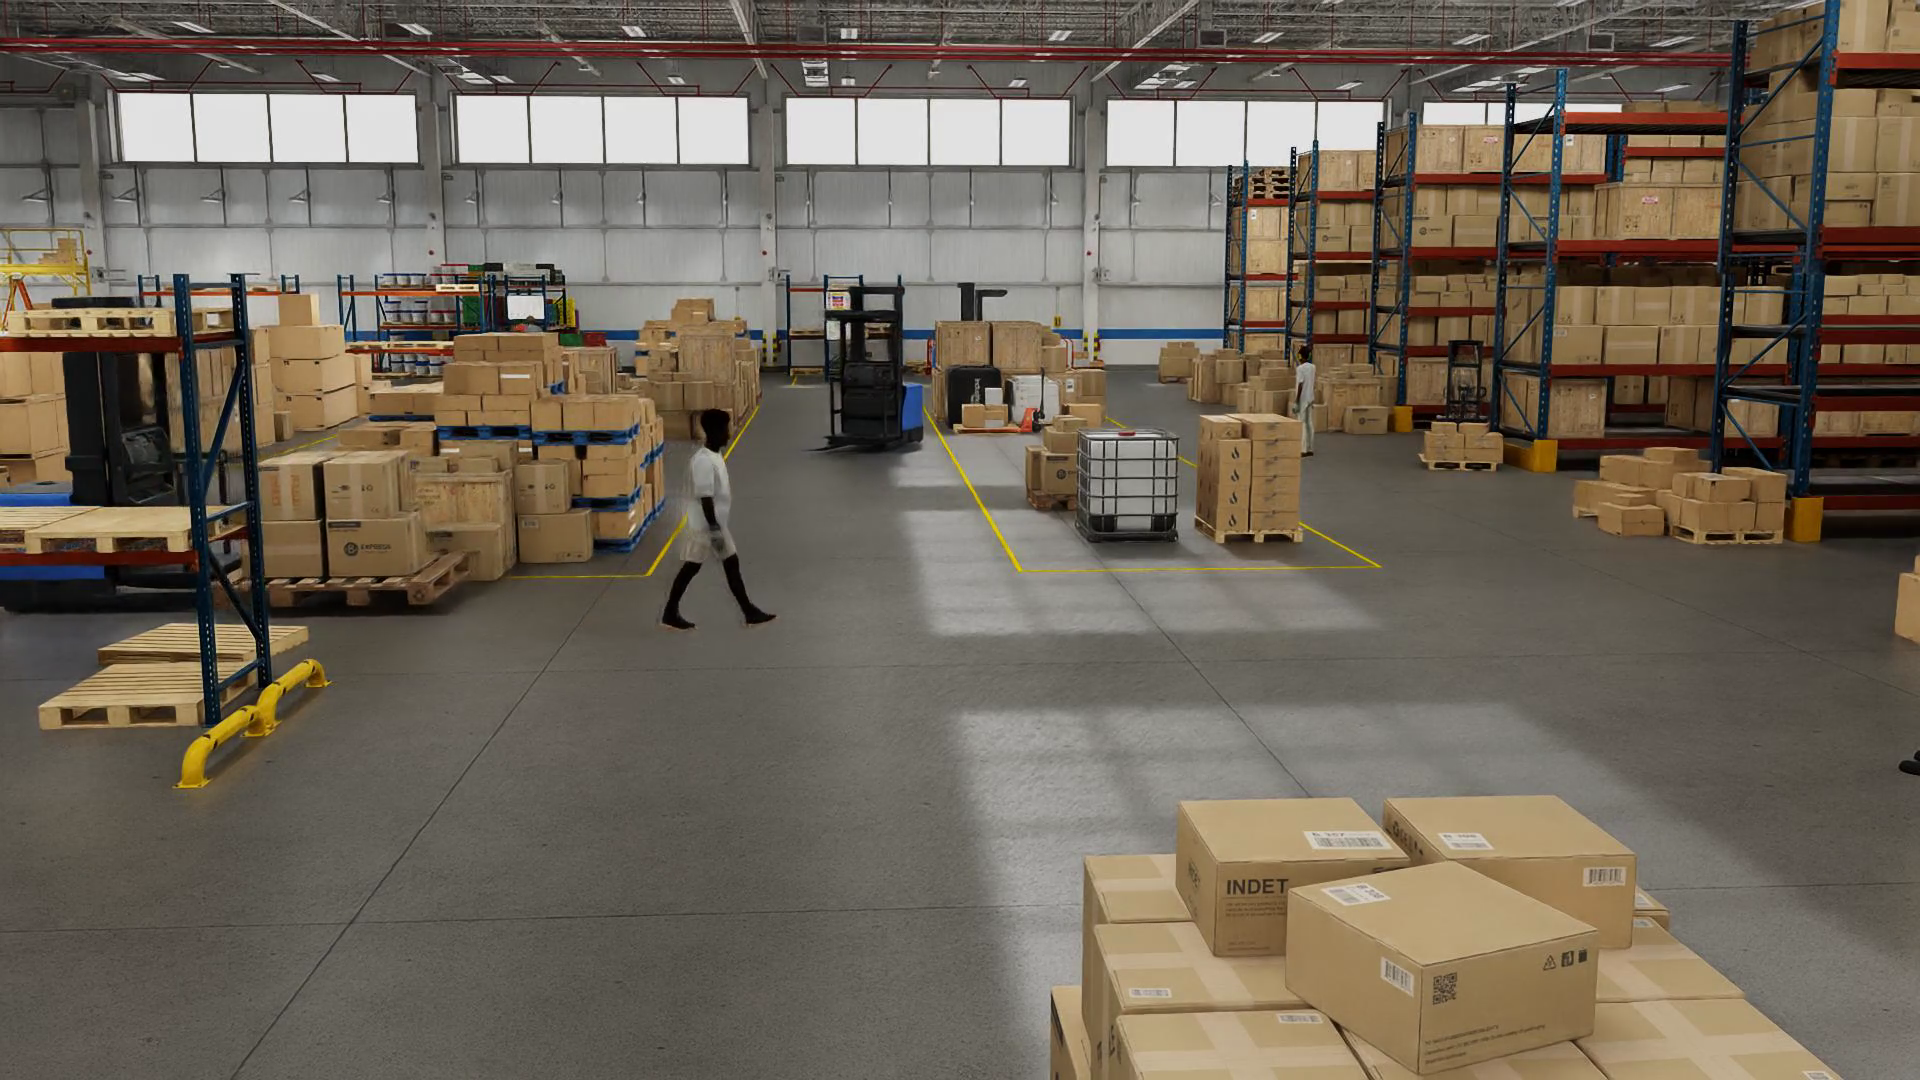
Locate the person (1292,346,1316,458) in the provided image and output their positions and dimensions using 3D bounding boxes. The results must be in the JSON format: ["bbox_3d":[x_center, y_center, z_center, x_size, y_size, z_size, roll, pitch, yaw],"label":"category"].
[{"bbox_3d":[5.692,-2.285,27.564,0.332,1.865,0.520,9,13,44],"label":"person"}]

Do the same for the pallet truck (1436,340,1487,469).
[{"bbox_3d":[8.004,-2.170,26.422,0.823,1.965,1.885,2,9,14],"label":"pallet truck"}]

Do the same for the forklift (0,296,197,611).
[{"bbox_3d":[-7.816,-0.823,15.197,1.873,2.768,1.129,-1,9,-4],"label":"forklift"}]

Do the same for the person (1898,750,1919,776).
[{"bbox_3d":[5.958,0.471,10.022,0.545,1.938,0.362,-8,12,-42],"label":"person"}]

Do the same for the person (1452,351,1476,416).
[{"bbox_3d":[9.381,-2.705,30.923,0.405,1.621,0.551,-1,9,-5],"label":"person"}]

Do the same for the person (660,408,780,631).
[{"bbox_3d":[-2.093,-0.159,14.079,1.022,1.910,0.634,1,9,5],"label":"person"}]

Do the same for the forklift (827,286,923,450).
[{"bbox_3d":[-1.447,-3.052,29.196,1.129,2.768,1.873,3,10,20],"label":"forklift"}]

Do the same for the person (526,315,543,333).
[{"bbox_3d":[-11.660,-5.148,45.303,0.635,1.937,0.353,-8,12,-41],"label":"person"}]

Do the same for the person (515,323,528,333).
[{"bbox_3d":[-10.407,-4.150,39.161,0.909,1.906,0.554,-3,10,-18],"label":"person"}]

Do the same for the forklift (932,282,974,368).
[{"bbox_3d":[0.184,-5.571,45.012,1.873,2.768,1.129,-1,9,-4],"label":"forklift"}]
